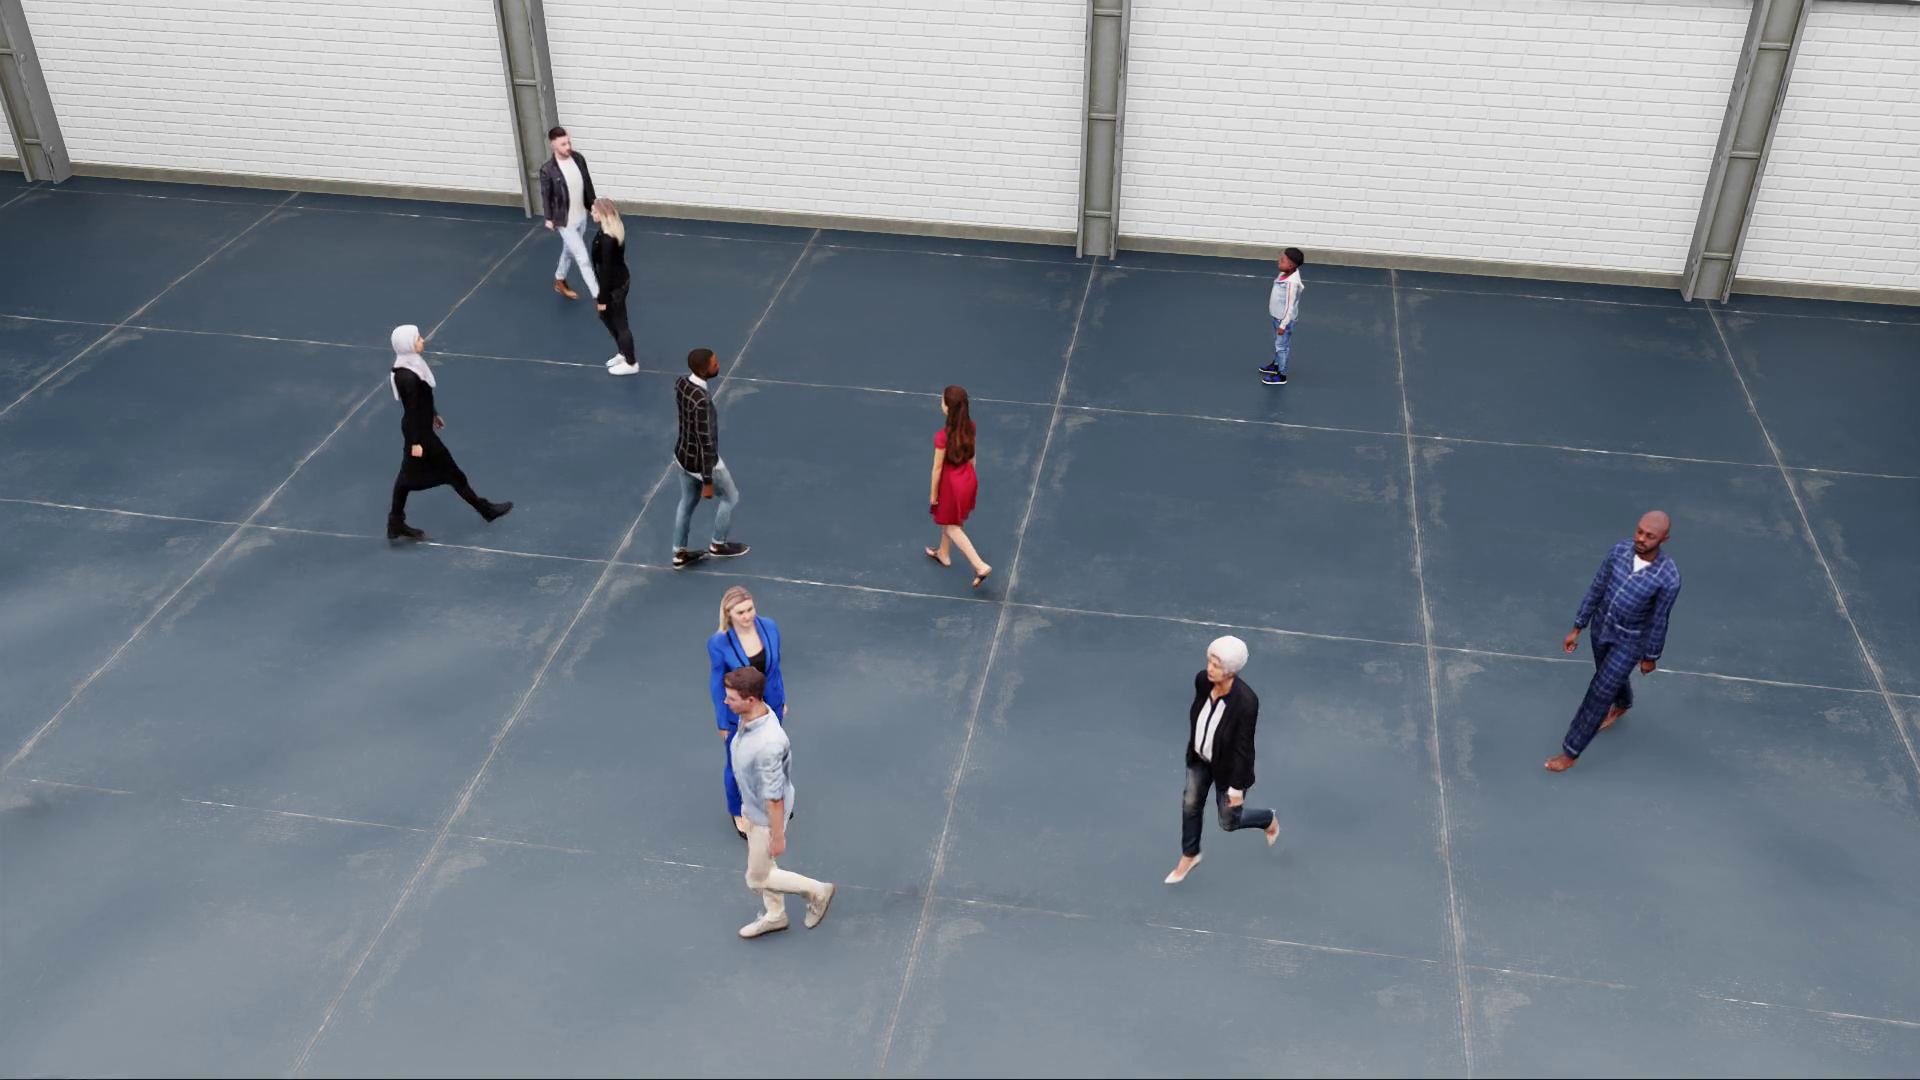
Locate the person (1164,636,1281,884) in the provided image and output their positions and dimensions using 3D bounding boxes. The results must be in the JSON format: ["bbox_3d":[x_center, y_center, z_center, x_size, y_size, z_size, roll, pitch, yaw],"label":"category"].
[{"bbox_3d":[1.517,1.197,9.282,1.071,1.776,1.092,-20,38,-27],"label":"person"}]

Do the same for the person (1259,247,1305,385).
[{"bbox_3d":[2.853,-1.987,14.617,0.523,1.261,0.504,1,34,2],"label":"person"}]

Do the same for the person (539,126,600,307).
[{"bbox_3d":[-3.734,-3.042,15.727,1.262,1.789,0.960,20,38,27],"label":"person"}]

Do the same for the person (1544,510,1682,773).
[{"bbox_3d":[4.136,0.559,10.325,1.234,1.772,1.132,-19,38,-26],"label":"person"}]

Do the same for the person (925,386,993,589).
[{"bbox_3d":[0.000,-0.368,11.938,0.876,1.531,1.024,-28,43,-36],"label":"person"}]

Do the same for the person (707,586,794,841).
[{"bbox_3d":[-1.234,0.987,9.746,0.705,1.701,0.752,-24,40,-32],"label":"person"}]

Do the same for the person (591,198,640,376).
[{"bbox_3d":[-2.937,-2.208,14.573,0.630,1.679,0.691,-2,34,-3],"label":"person"}]

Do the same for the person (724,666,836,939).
[{"bbox_3d":[-0.960,1.428,8.966,0.935,1.830,0.859,-14,36,-20],"label":"person"}]

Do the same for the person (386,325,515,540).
[{"bbox_3d":[-4.081,-0.735,12.309,1.260,1.732,1.016,-12,35,-17],"label":"person"}]

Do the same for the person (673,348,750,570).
[{"bbox_3d":[-1.946,-0.532,11.952,1.074,1.790,1.021,-22,39,-29],"label":"person"}]
